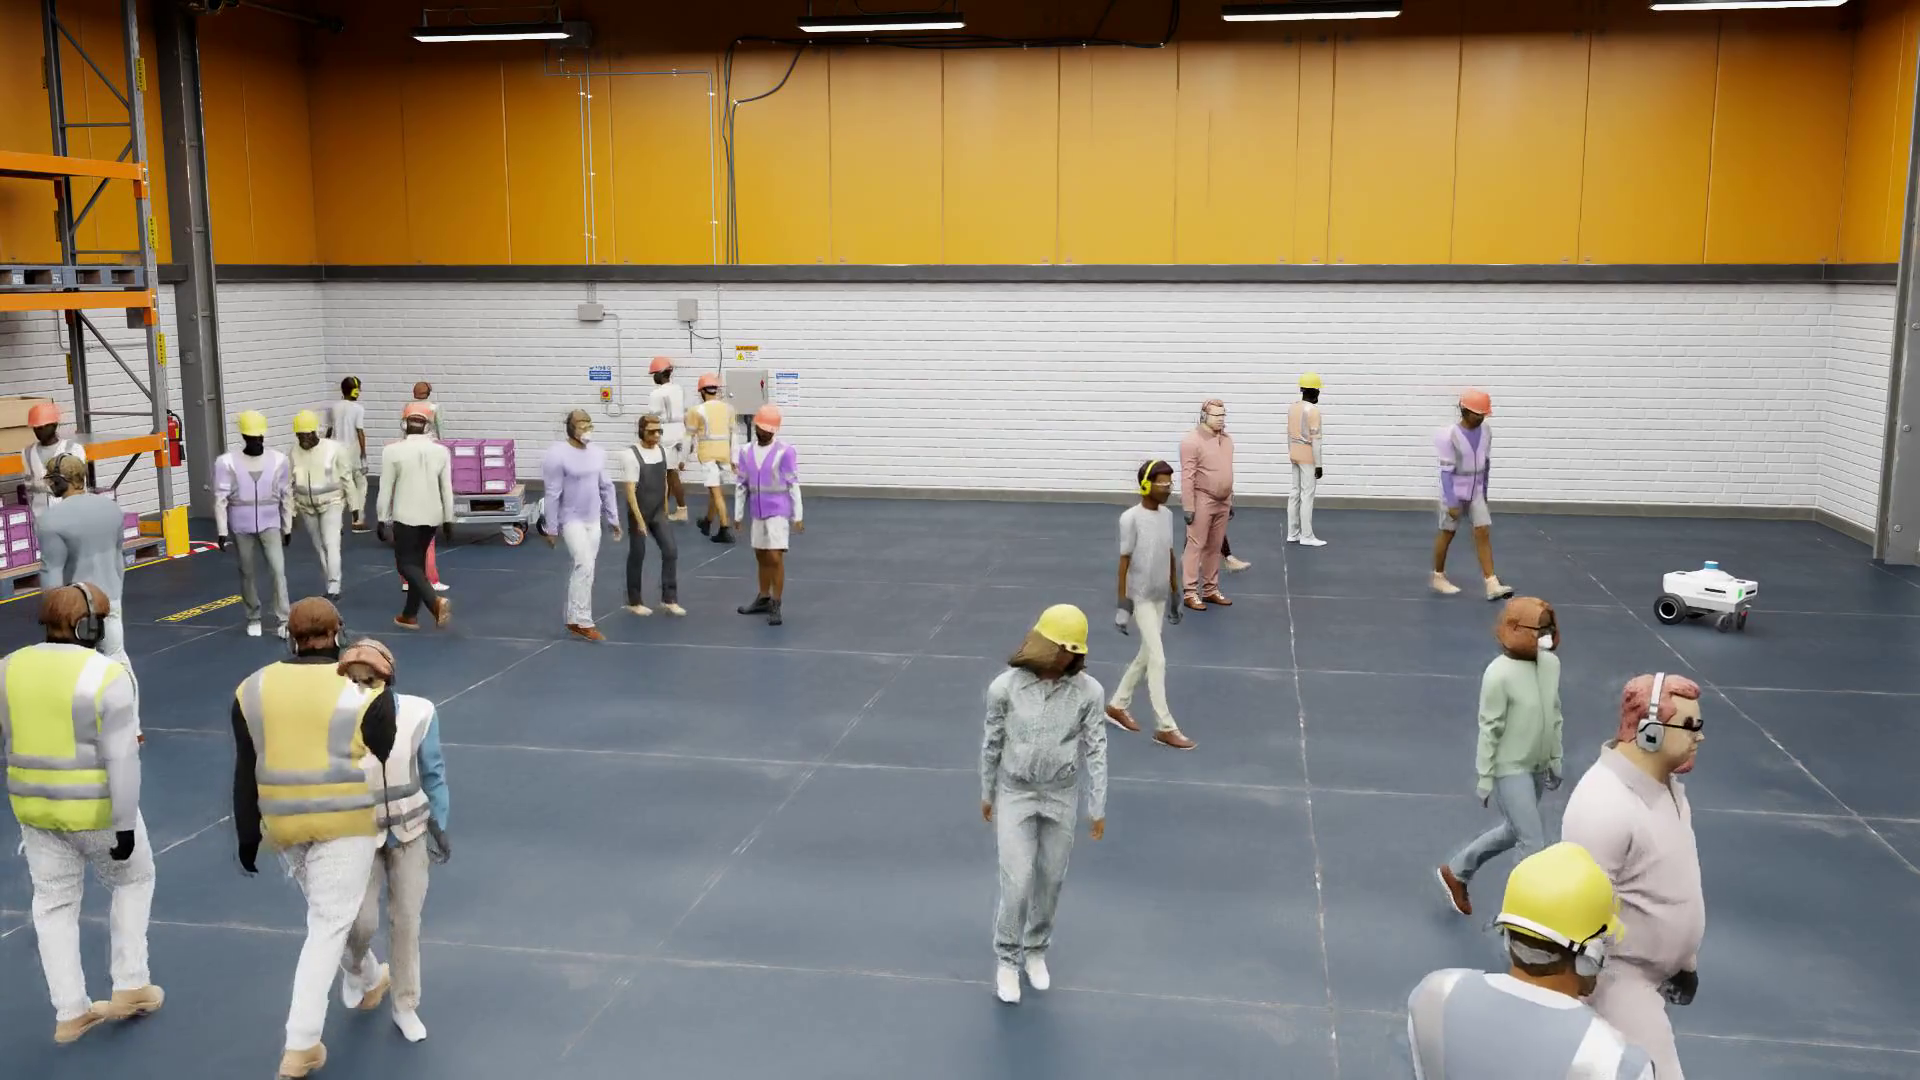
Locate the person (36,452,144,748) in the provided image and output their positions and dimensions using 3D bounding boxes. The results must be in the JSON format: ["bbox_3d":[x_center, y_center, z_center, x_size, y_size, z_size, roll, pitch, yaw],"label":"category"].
[{"bbox_3d":[-5.460,0.414,10.382,0.390,1.926,0.637,3,10,16],"label":"person"}]

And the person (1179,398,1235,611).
[{"bbox_3d":[2.262,-0.326,15.012,0.652,1.904,0.403,-8,12,-41],"label":"person"}]

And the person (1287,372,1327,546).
[{"bbox_3d":[3.851,-0.899,18.494,0.362,1.928,0.587,-4,10,-21],"label":"person"}]

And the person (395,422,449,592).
[{"bbox_3d":[-5.140,-0.379,15.769,0.527,1.768,0.331,2,9,15],"label":"person"}]

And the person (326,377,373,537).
[{"bbox_3d":[-7.036,-0.958,19.146,0.691,1.829,0.783,2,9,14],"label":"person"}]

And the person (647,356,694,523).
[{"bbox_3d":[-3.628,-1.219,20.233,0.857,2.004,0.644,5,10,26],"label":"person"}]

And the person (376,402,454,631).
[{"bbox_3d":[-4.537,-0.179,13.977,0.810,1.945,0.648,8,12,41],"label":"person"}]

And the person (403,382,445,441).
[{"bbox_3d":[-6.861,-1.209,21.320,0.523,1.636,0.311,0,9,2],"label":"person"}]

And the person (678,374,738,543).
[{"bbox_3d":[-2.851,-0.934,18.851,0.579,1.870,0.990,-7,11,-37],"label":"person"}]

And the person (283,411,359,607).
[{"bbox_3d":[-5.853,-0.282,15.134,0.636,1.778,0.786,0,9,3],"label":"person"}]

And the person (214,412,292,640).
[{"bbox_3d":[-5.764,-0.095,13.638,0.613,1.891,0.884,-5,10,-28],"label":"person"}]

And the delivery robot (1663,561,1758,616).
[{"bbox_3d":[6.419,0.425,14.235,0.477,0.478,0.707,-8,12,-41],"label":"delivery robot"}]

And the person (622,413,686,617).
[{"bbox_3d":[-2.669,-0.205,14.529,0.724,1.814,0.534,8,12,40],"label":"person"}]

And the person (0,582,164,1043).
[{"bbox_3d":[-3.499,1.065,6.661,0.621,1.815,0.575,1,9,5],"label":"person"}]

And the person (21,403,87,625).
[{"bbox_3d":[-7.863,-0.257,14.570,0.555,1.915,0.748,0,9,-3],"label":"person"}]

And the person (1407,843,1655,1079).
[{"bbox_3d":[1.301,1.541,3.715,0.744,1.801,0.601,-9,13,-43],"label":"person"}]

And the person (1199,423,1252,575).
[{"bbox_3d":[2.592,-0.489,16.787,0.858,1.642,0.549,7,12,38],"label":"person"}]

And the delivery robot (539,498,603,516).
[{"bbox_3d":[-4.485,-0.377,19.214,0.707,0.478,0.477,-1,9,-4],"label":"delivery robot"}]

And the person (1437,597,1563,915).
[{"bbox_3d":[2.497,1.027,7.542,0.507,1.604,0.756,-7,12,-38],"label":"person"}]

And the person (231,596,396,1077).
[{"bbox_3d":[-2.487,1.112,6.492,0.628,1.780,0.966,1,9,9],"label":"person"}]

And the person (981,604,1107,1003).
[{"bbox_3d":[0.344,1.077,6.911,0.500,1.701,0.552,-1,9,-8],"label":"person"}]

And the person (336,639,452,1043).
[{"bbox_3d":[-2.303,1.169,6.592,0.522,1.625,0.446,-6,11,-31],"label":"person"}]

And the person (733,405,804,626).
[{"bbox_3d":[-1.724,-0.222,14.458,0.685,1.902,0.480,6,11,31],"label":"person"}]

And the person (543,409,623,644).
[{"bbox_3d":[-3.043,-0.114,13.688,0.744,1.917,0.633,5,11,30],"label":"person"}]

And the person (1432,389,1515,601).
[{"bbox_3d":[4.715,-0.403,15.304,0.685,1.961,1.029,-4,10,-22],"label":"person"}]

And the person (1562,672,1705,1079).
[{"bbox_3d":[2.058,1.309,5.033,1.048,1.851,0.661,6,11,32],"label":"person"}]

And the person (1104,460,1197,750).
[{"bbox_3d":[1.243,0.391,10.788,0.801,1.841,0.544,8,12,42],"label":"person"}]
